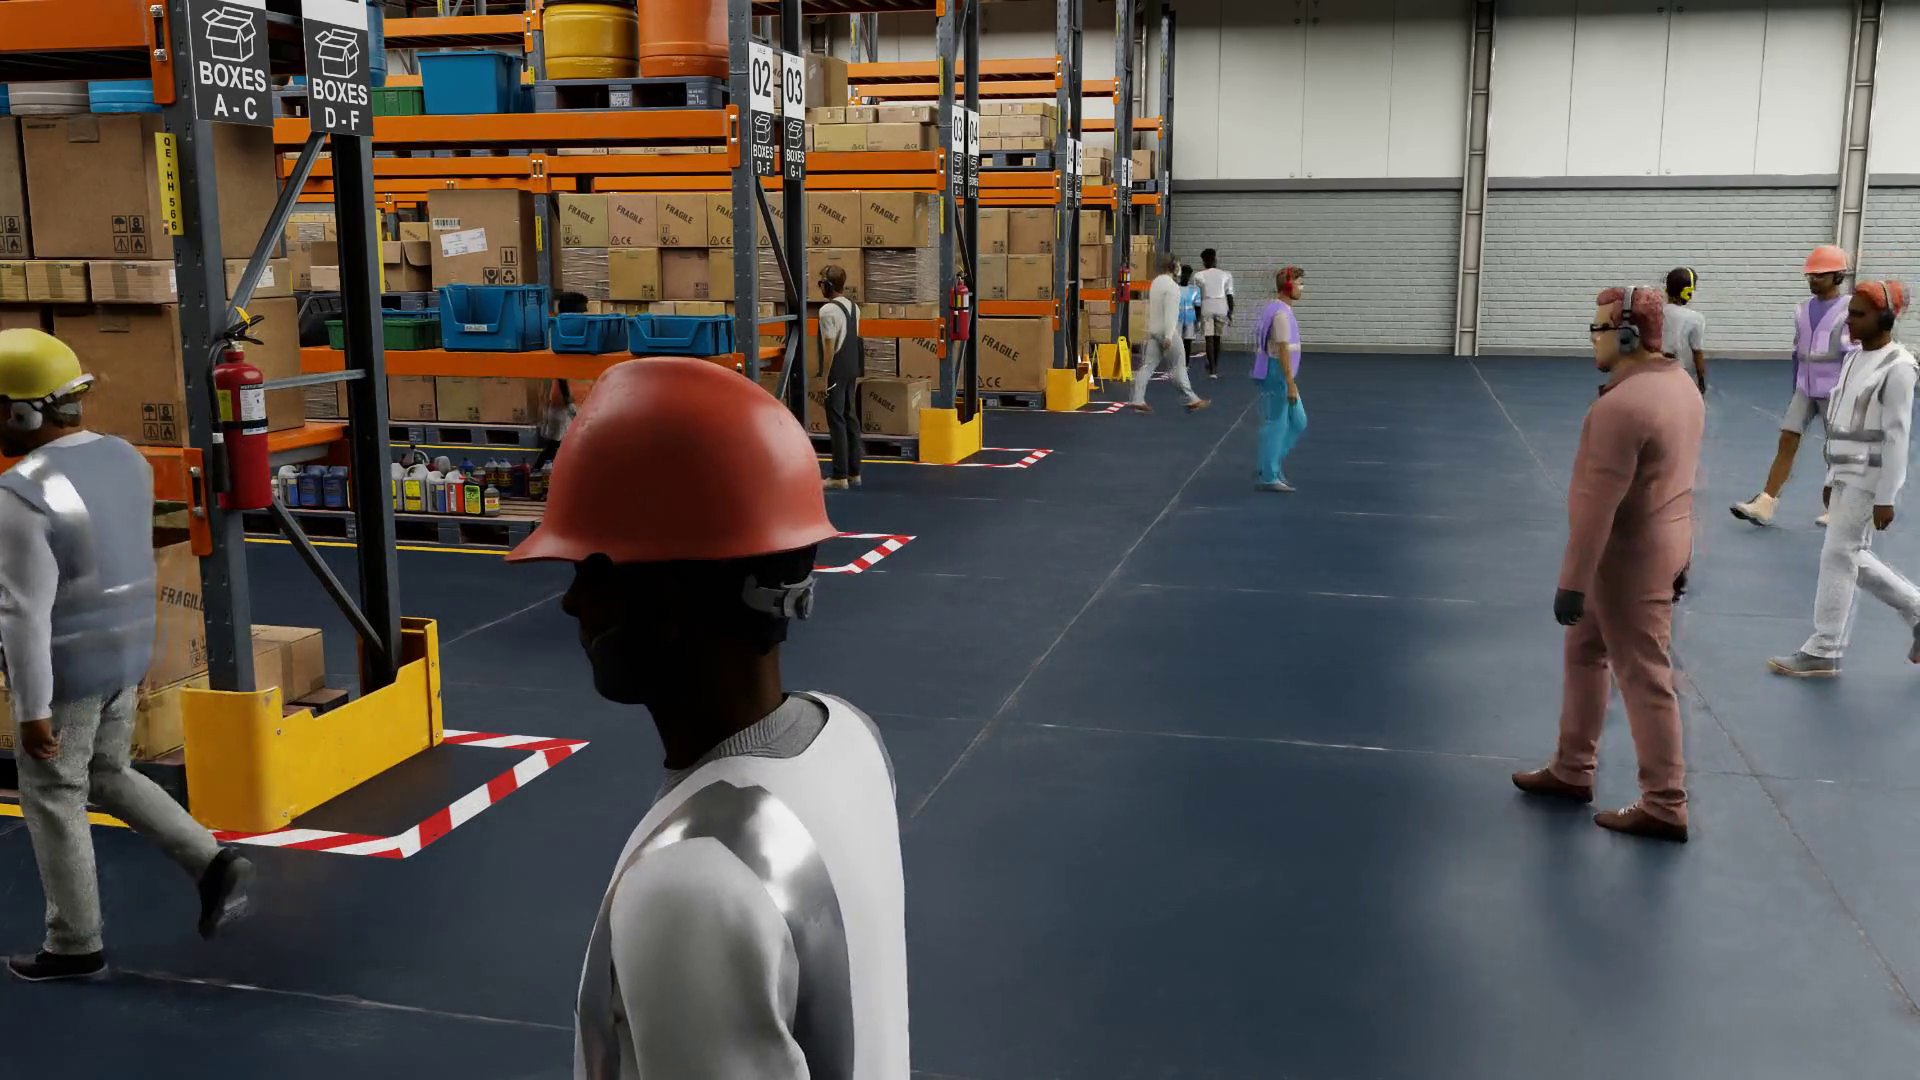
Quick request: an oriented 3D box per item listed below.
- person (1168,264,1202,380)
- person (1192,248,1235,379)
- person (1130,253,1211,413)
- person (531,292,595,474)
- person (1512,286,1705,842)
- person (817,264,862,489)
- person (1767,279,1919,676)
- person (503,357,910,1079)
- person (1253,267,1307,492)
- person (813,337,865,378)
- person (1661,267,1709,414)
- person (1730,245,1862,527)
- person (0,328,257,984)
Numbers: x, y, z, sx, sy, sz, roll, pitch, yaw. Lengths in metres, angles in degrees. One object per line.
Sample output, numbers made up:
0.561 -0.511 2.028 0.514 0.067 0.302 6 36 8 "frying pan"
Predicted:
3.292 -3.198 24.458 0.552 1.688 0.483 -1 10 -6 "person"
3.750 -3.367 24.737 0.643 1.903 1.003 -1 10 -4 "person"
2.462 -2.425 19.610 1.008 1.886 0.646 -4 11 -19 "person"
-2.985 -1.059 12.657 0.857 1.659 0.531 4 11 20 "person"
2.214 0.072 5.762 0.819 1.876 0.669 8 13 38 "person"
-1.004 -1.339 13.700 0.327 1.842 0.517 5 11 27 "person"
4.244 -0.270 7.713 0.765 1.865 0.587 2 10 9 "person"
-0.233 0.792 1.638 0.373 1.934 0.552 1 10 7 "person"
2.602 -1.284 13.455 0.458 1.830 0.563 2 10 12 "person"
-1.436 -2.521 19.706 0.895 2.000 0.686 1 10 8 "person"
5.251 -1.094 12.336 0.398 1.844 0.514 -8 13 -38 "person"
5.987 -1.053 11.690 1.030 1.988 0.633 -4 11 -21 "person"
-2.332 0.334 4.506 0.574 1.813 0.600 1 10 6 "person"
